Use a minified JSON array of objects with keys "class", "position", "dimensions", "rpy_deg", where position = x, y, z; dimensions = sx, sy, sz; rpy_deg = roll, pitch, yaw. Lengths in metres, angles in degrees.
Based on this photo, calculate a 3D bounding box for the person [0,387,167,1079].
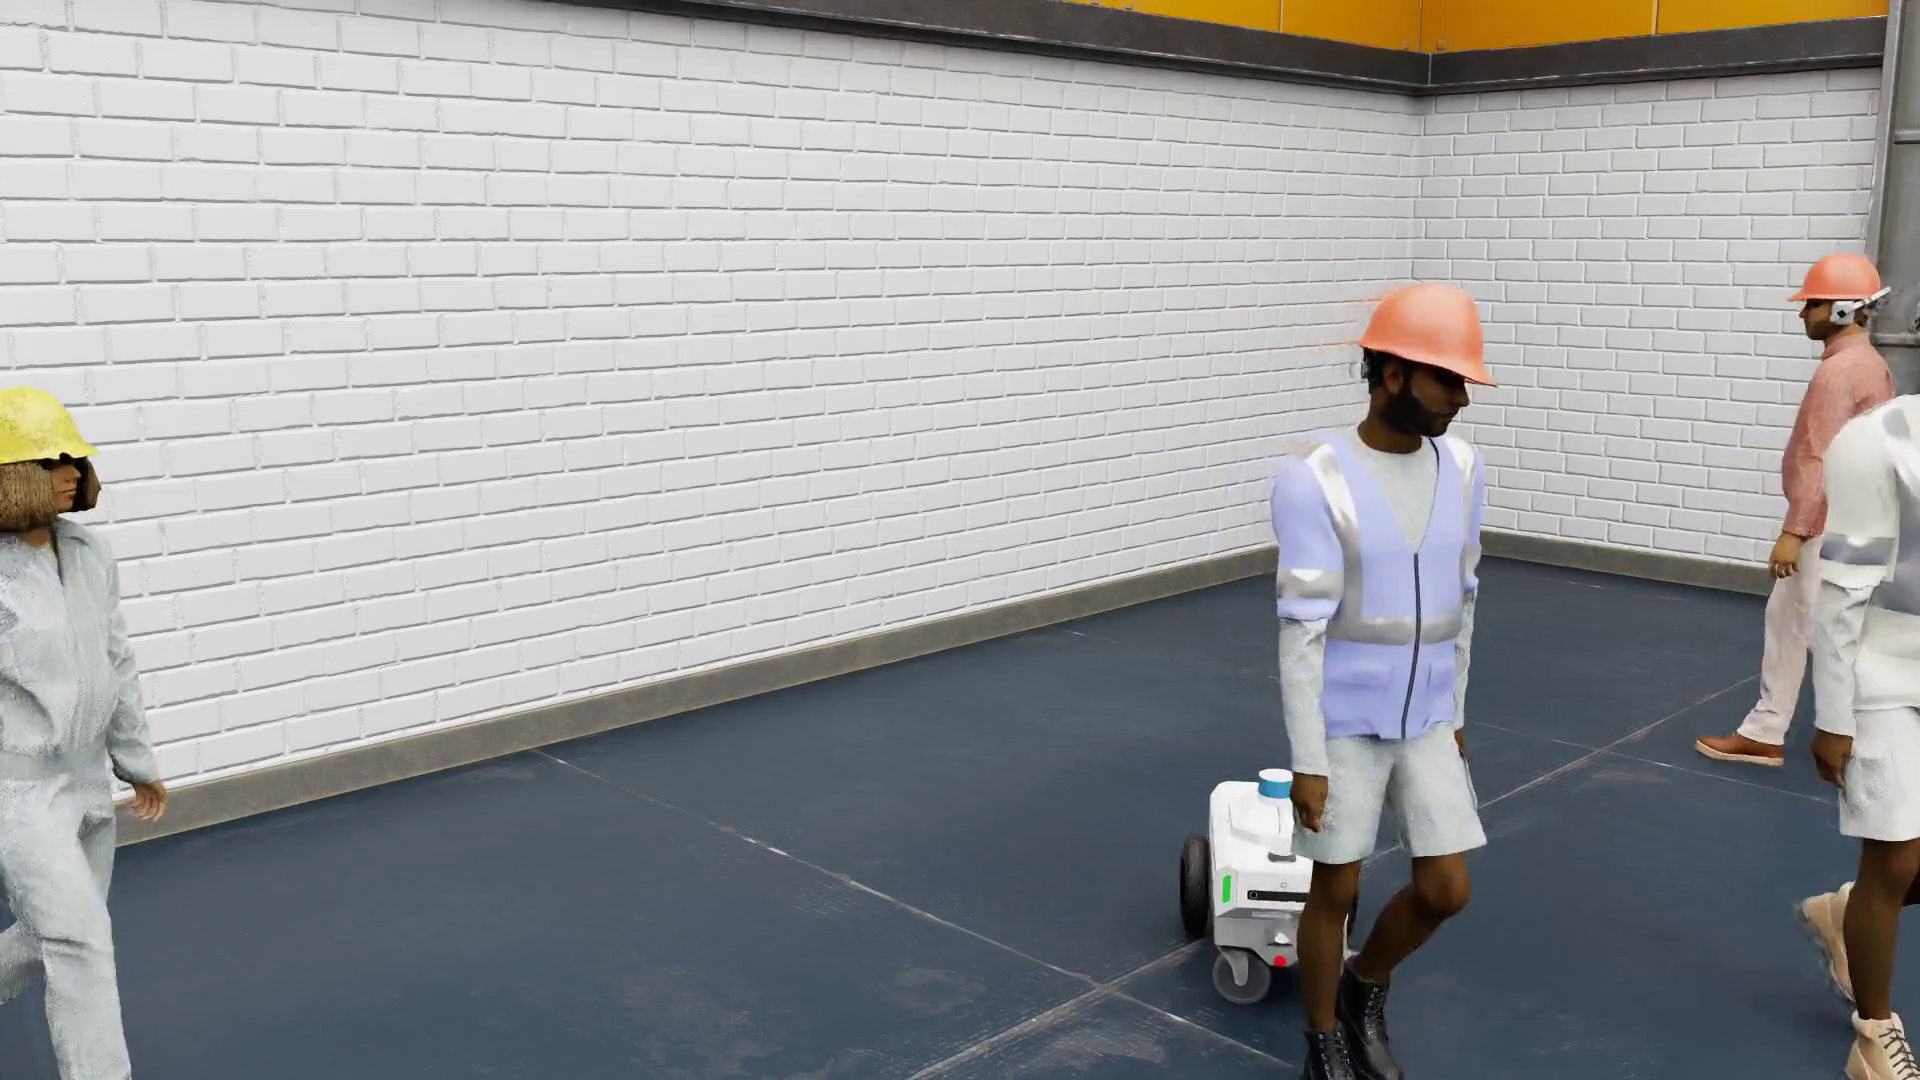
[{"class":"person","position":[-2.029,0.526,3.542],"dimensions":[0.744,1.720,0.485],"rpy_deg":[1,10,5]}]

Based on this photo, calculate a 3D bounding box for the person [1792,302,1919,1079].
[{"class":"person","position":[2.194,0.323,3.827],"dimensions":[0.620,2.023,0.631],"rpy_deg":[-2,11,-11]}]

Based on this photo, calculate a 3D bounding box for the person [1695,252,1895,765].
[{"class":"person","position":[3.273,-0.059,6.090],"dimensions":[0.877,1.970,0.623],"rpy_deg":[7,12,33]}]

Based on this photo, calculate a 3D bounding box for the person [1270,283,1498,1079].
[{"class":"person","position":[0.930,0.398,3.683],"dimensions":[0.559,1.918,0.417],"rpy_deg":[-3,11,-17]}]

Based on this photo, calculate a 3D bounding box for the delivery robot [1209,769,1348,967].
[{"class":"delivery robot","position":[0.865,0.874,4.575],"dimensions":[0.477,0.478,0.707],"rpy_deg":[1,10,7]}]
